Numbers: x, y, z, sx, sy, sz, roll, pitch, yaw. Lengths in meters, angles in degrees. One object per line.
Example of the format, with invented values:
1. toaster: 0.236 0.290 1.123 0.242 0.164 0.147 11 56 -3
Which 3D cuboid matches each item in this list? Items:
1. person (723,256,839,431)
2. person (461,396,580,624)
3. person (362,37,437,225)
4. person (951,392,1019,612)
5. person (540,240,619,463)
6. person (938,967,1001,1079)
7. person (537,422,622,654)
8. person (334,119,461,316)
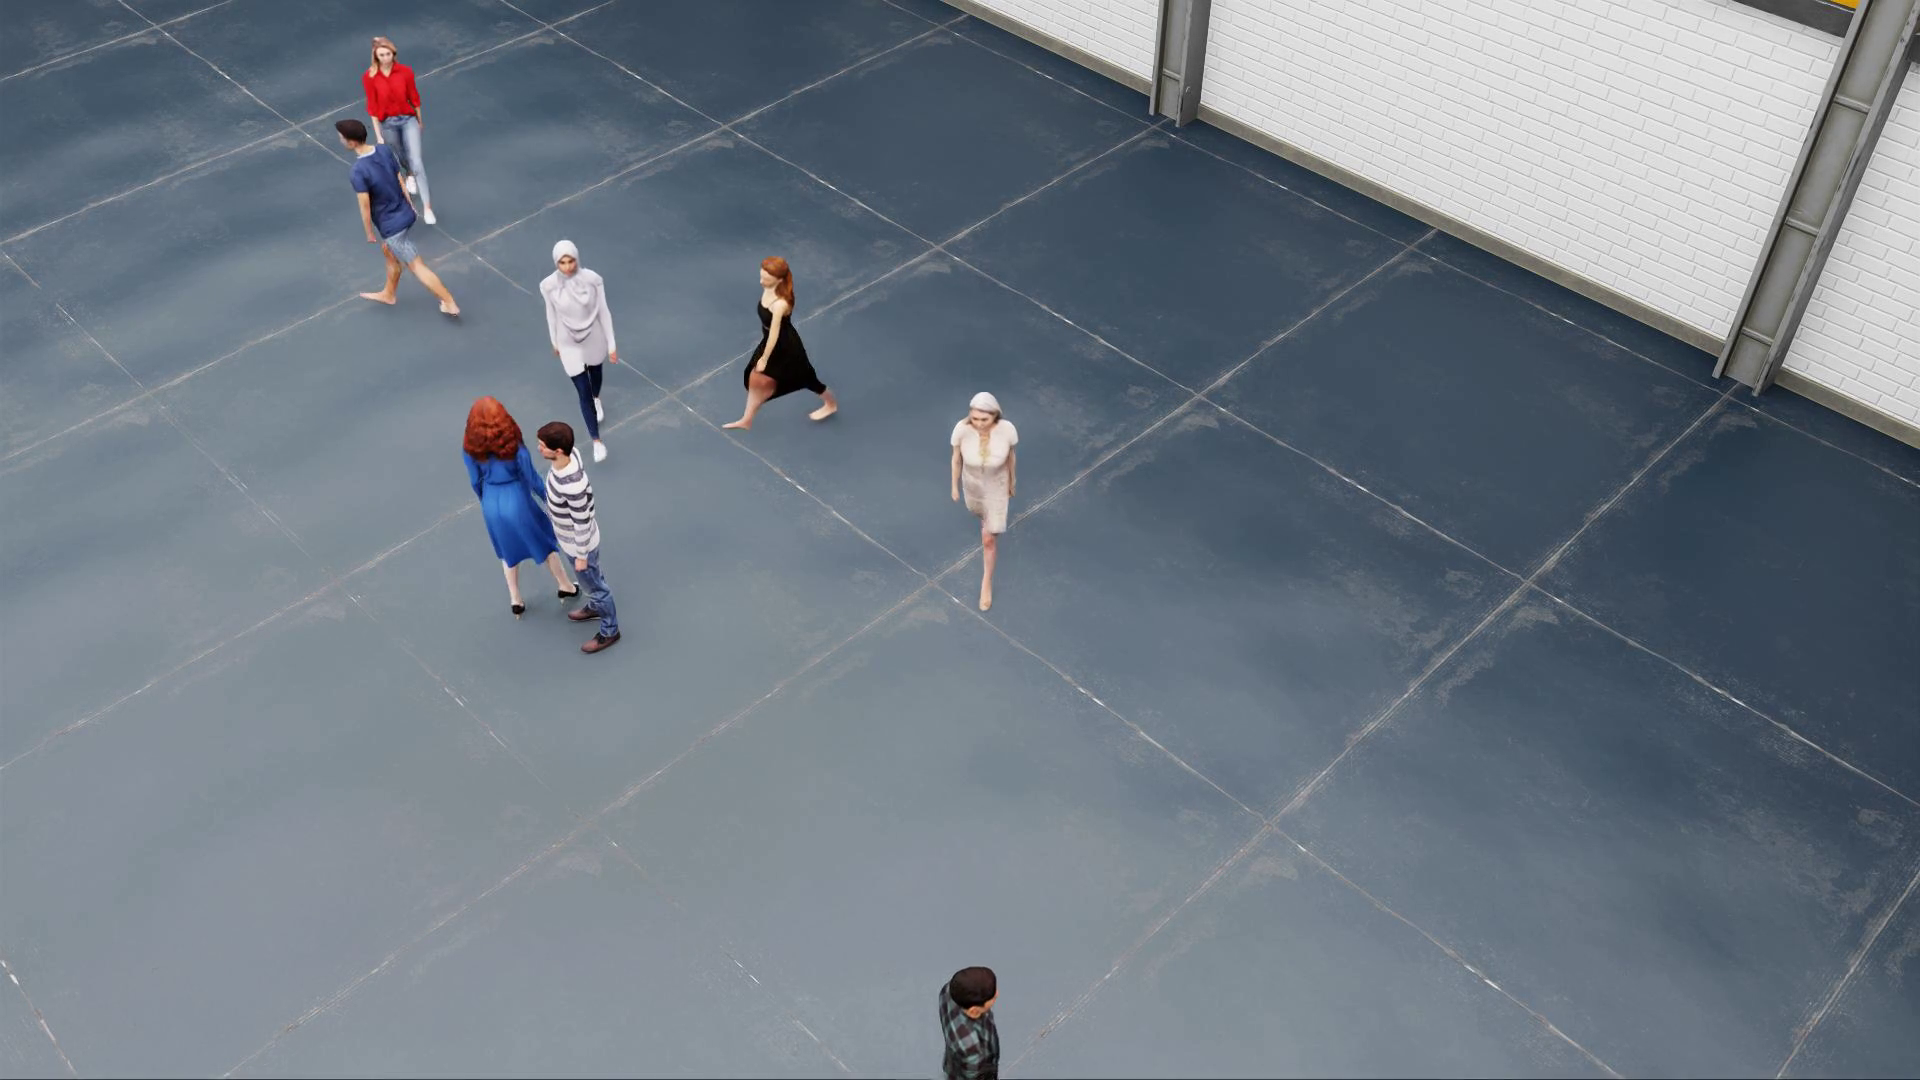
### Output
1. person: -1.240 -1.446 12.528 0.935 1.566 1.151 -15 46 -15
2. person: -2.981 -0.163 11.007 0.800 1.806 0.871 10 44 10
3. person: -5.026 -3.716 14.845 0.961 1.657 1.226 -14 45 -14
4. person: 0.169 -0.397 11.336 1.141 1.692 1.157 2 44 2
5. person: -2.829 -1.520 12.482 0.997 1.737 1.208 -10 45 -10
6. person: -0.008 2.642 8.275 1.039 1.698 1.061 -7 44 -8
7. person: -2.484 -0.045 10.849 0.778 1.854 0.614 -16 46 -16
8. person: -4.530 -2.584 13.565 1.216 1.784 0.986 16 46 16
